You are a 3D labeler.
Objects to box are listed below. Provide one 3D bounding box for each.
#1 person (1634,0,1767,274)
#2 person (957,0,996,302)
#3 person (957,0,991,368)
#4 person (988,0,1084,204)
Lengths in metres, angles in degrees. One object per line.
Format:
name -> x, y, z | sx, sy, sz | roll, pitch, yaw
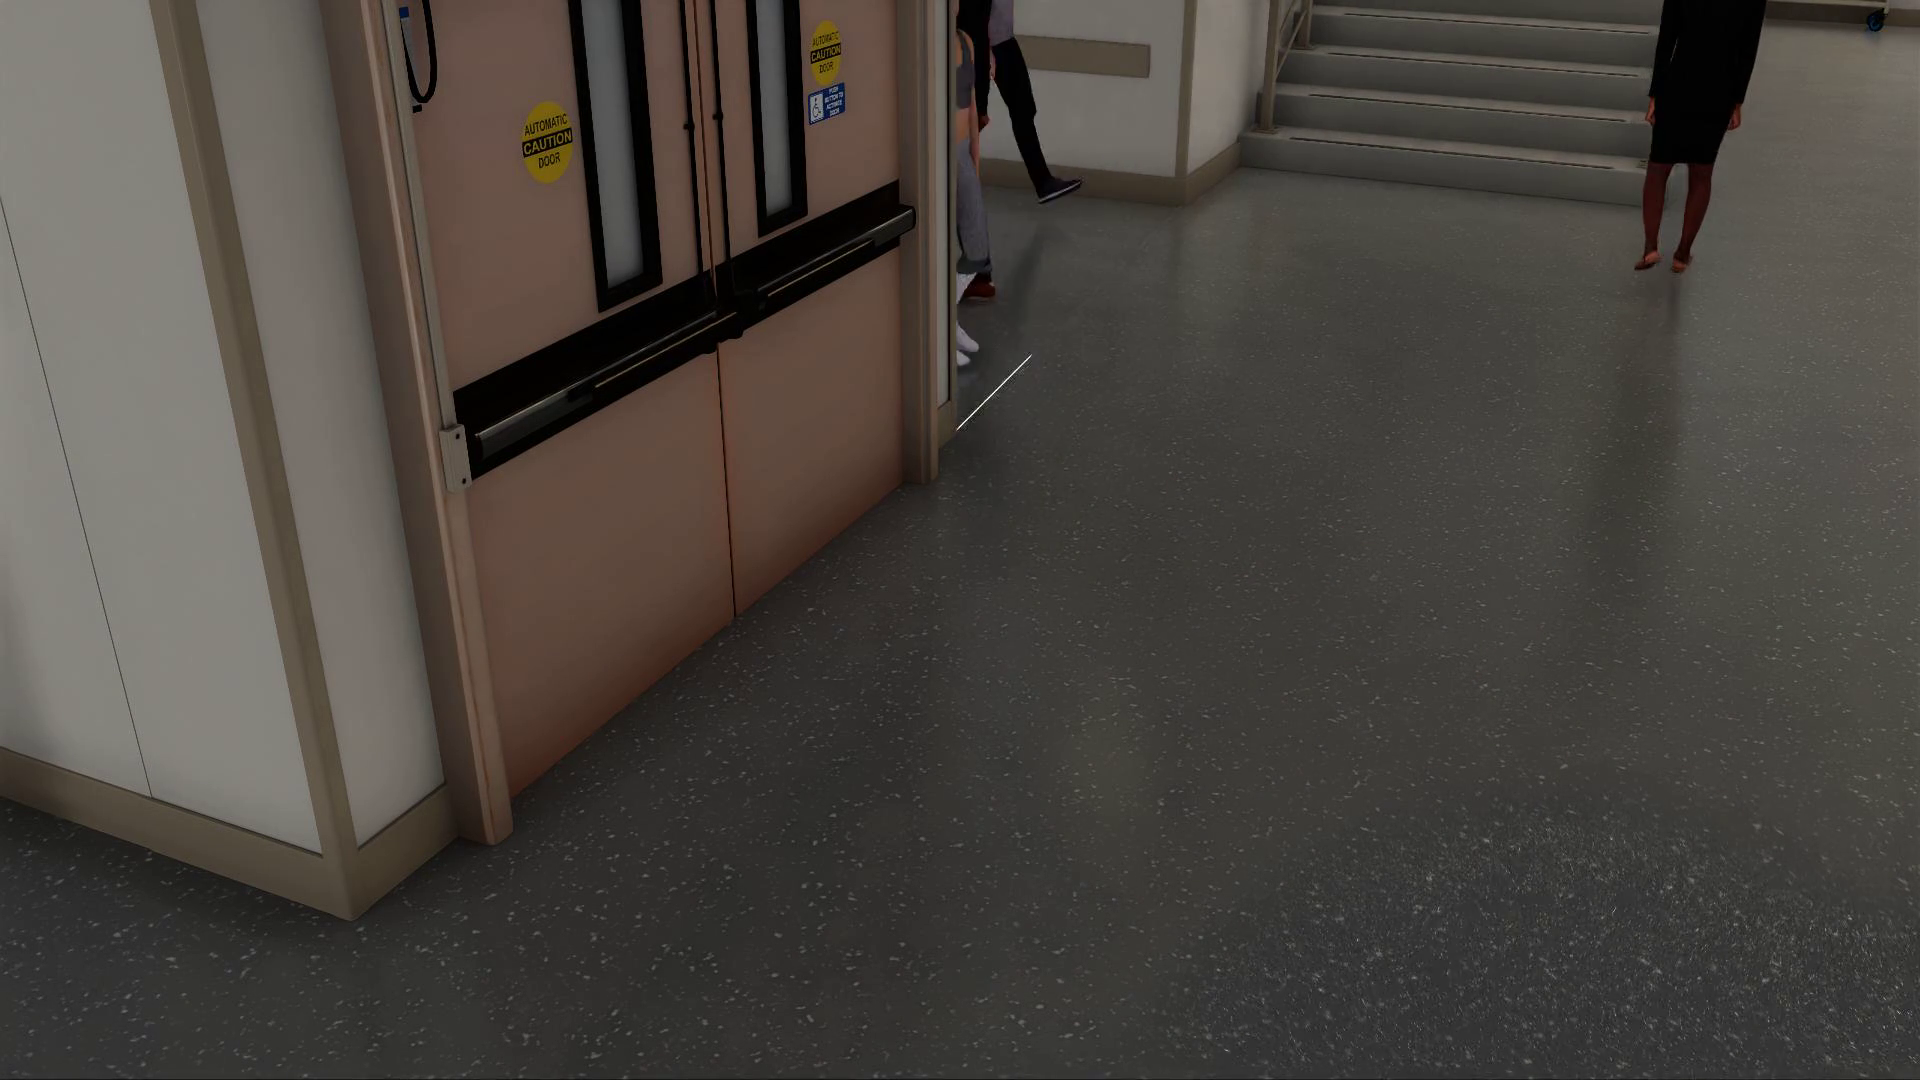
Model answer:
person -> 3.617, -2.147, 8.176 | 0.643, 1.721, 0.788 | 9, 27, 18
person -> 0.025, -1.993, 7.776 | 0.810, 1.791, 0.919 | 13, 29, 25
person -> -0.154, -1.533, 6.951 | 0.734, 1.678, 0.637 | 23, 34, 39
person -> 0.077, -2.762, 9.366 | 0.748, 1.795, 1.093 | 12, 28, 23
